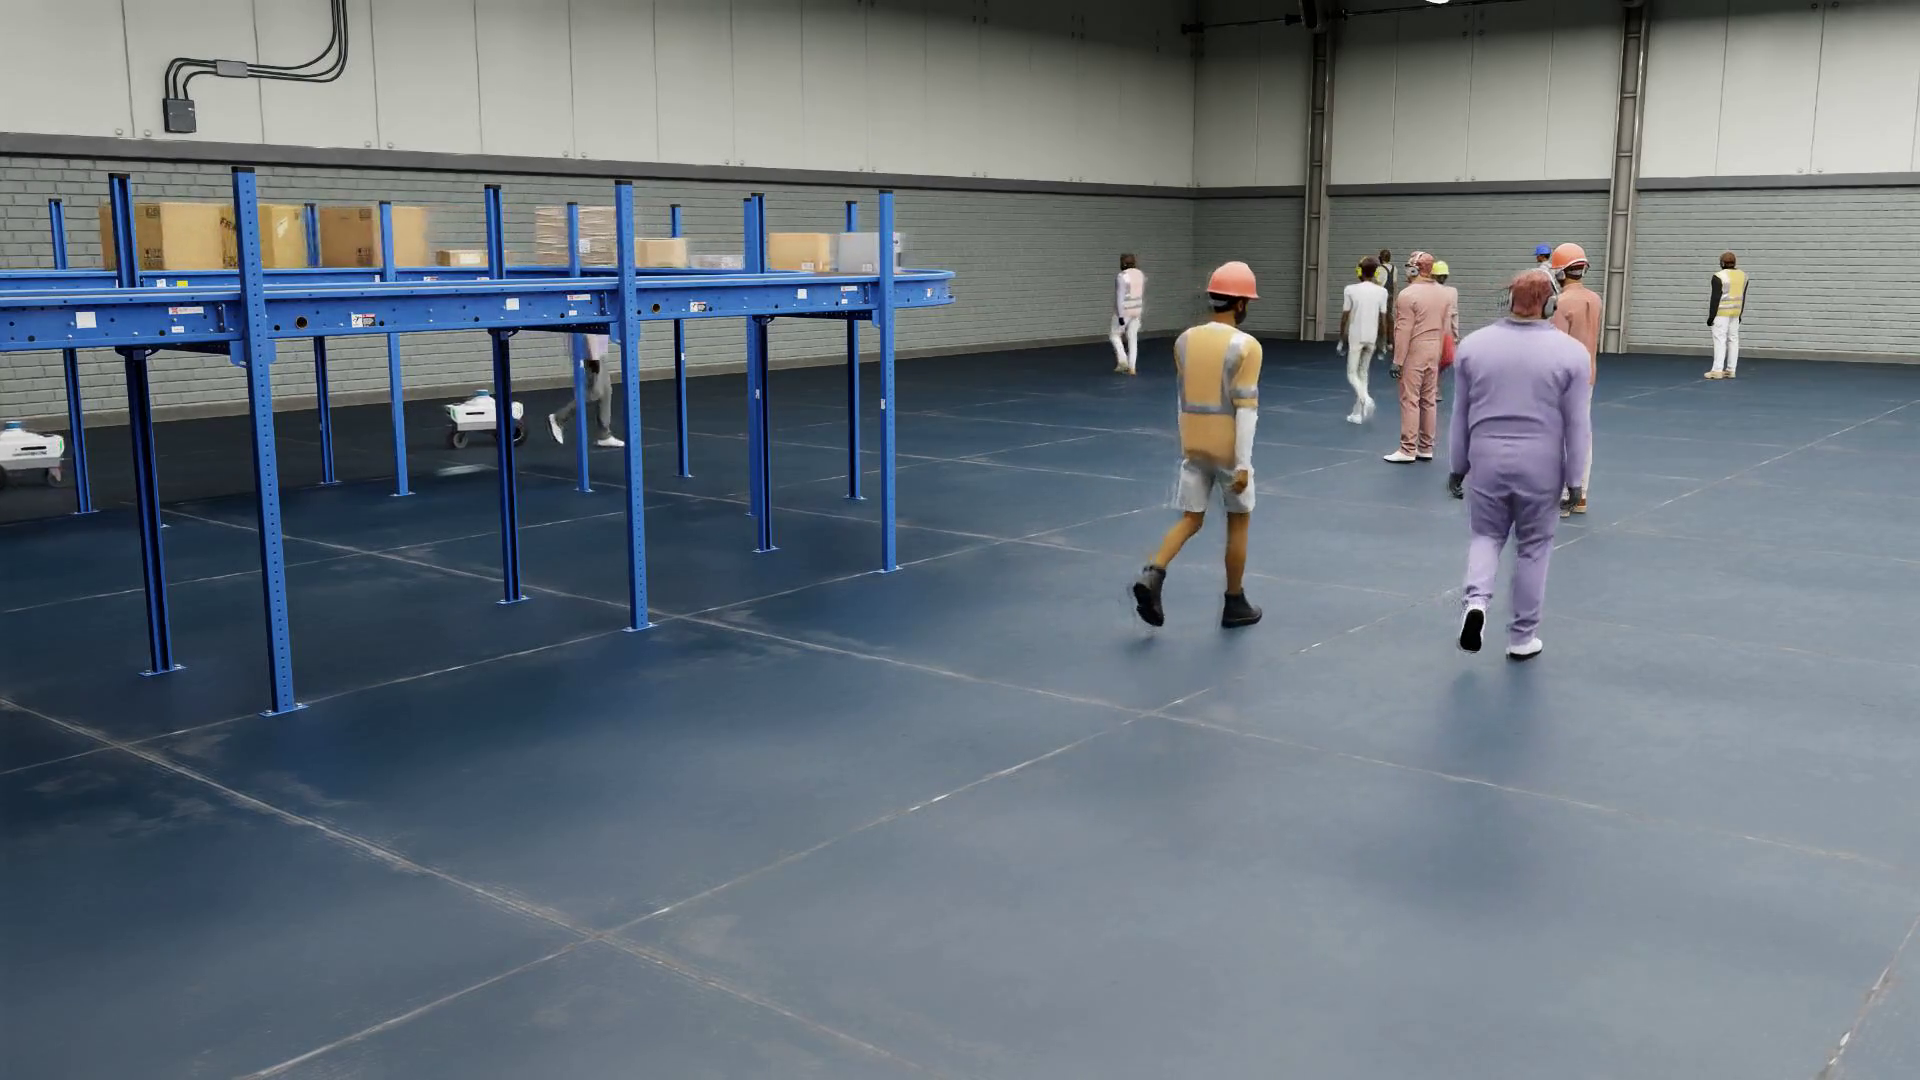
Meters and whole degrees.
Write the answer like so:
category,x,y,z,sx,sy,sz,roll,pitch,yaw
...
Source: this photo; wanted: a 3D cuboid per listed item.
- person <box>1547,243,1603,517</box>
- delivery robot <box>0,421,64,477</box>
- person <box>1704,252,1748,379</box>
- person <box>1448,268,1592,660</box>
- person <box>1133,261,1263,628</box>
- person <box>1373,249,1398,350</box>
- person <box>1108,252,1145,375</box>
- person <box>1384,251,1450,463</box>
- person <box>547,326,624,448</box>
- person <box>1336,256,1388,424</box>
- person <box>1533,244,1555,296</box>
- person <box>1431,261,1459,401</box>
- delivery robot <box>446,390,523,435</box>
category,x,y,z,sx,sy,sz,roll,pitch,yaw
person,4.470,-1.179,12.272,0.612,1.990,0.392,-8,13,-38
delivery robot,-7.744,-0.730,13.618,0.707,0.478,0.477,-7,13,-35
person,11.239,-3.300,24.449,0.625,1.839,0.430,-4,11,-21
person,2.655,-0.346,7.933,0.662,1.887,0.551,6,12,32
person,1.273,-0.469,8.569,0.544,1.913,0.776,10,14,44
person,7.833,-4.434,30.710,0.517,1.843,0.326,-6,12,-29
person,2.523,-3.419,25.145,0.630,1.827,0.454,-9,13,-39
person,4.154,-1.666,15.187,0.644,1.913,0.408,-8,13,-38
person,-3.635,-1.830,16.120,0.668,1.907,0.611,-1,10,-4
person,4.420,-2.182,18.219,0.522,1.854,0.745,-2,10,-11
person,10.016,-4.105,28.600,0.404,1.945,0.616,6,12,30
person,6.029,-2.646,21.025,0.546,1.752,0.492,-2,11,-13
delivery robot,-4.713,-1.247,16.483,0.707,0.478,0.477,-5,12,-26
